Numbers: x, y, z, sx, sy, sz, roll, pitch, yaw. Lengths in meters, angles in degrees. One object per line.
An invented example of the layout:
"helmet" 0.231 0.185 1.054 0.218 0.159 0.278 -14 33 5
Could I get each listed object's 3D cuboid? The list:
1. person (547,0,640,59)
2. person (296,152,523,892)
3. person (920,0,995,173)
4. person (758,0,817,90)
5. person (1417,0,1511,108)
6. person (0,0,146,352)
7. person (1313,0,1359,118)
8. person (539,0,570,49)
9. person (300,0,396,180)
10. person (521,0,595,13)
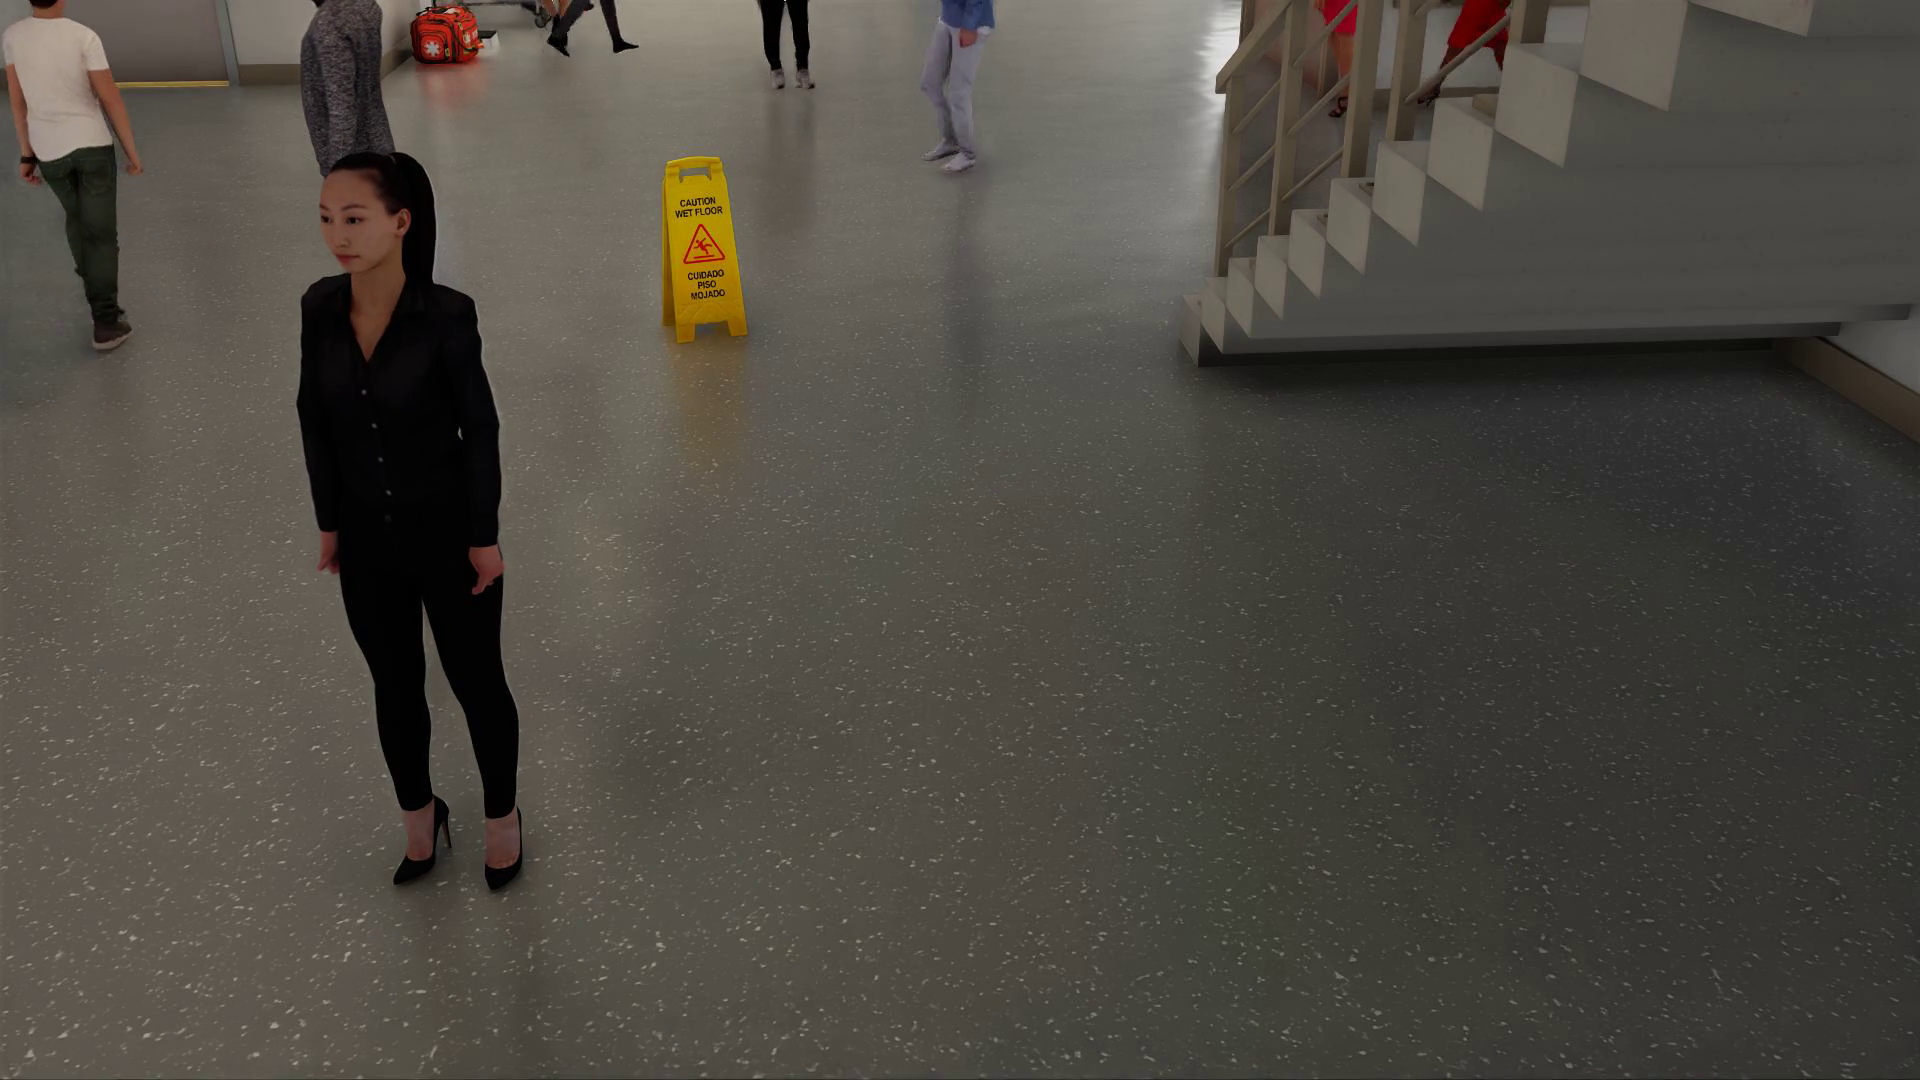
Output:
"person" -3.068 -4.770 13.485 1.125 1.743 1.155 22 33 38
"person" -1.179 0.013 3.602 0.615 1.712 0.561 4 26 7
"person" 0.026 -3.110 9.940 0.915 1.833 0.725 -7 27 -15
"person" -1.386 -4.334 12.504 0.793 1.810 0.989 -8 27 -15
"person" 3.740 -3.812 11.551 0.632 1.698 1.039 -3 26 -5
"person" -3.771 -1.603 7.029 0.594 1.646 0.629 -2 26 -3
"person" 2.755 -3.795 11.492 0.768 1.718 0.707 20 32 35
"person" -3.480 -4.986 14.281 0.554 1.442 0.644 -1 26 -1
"person" -2.335 -1.456 6.504 0.733 1.838 0.453 -2 26 -4
"person" -4.053 -5.891 15.844 1.172 1.714 1.093 21 33 36
